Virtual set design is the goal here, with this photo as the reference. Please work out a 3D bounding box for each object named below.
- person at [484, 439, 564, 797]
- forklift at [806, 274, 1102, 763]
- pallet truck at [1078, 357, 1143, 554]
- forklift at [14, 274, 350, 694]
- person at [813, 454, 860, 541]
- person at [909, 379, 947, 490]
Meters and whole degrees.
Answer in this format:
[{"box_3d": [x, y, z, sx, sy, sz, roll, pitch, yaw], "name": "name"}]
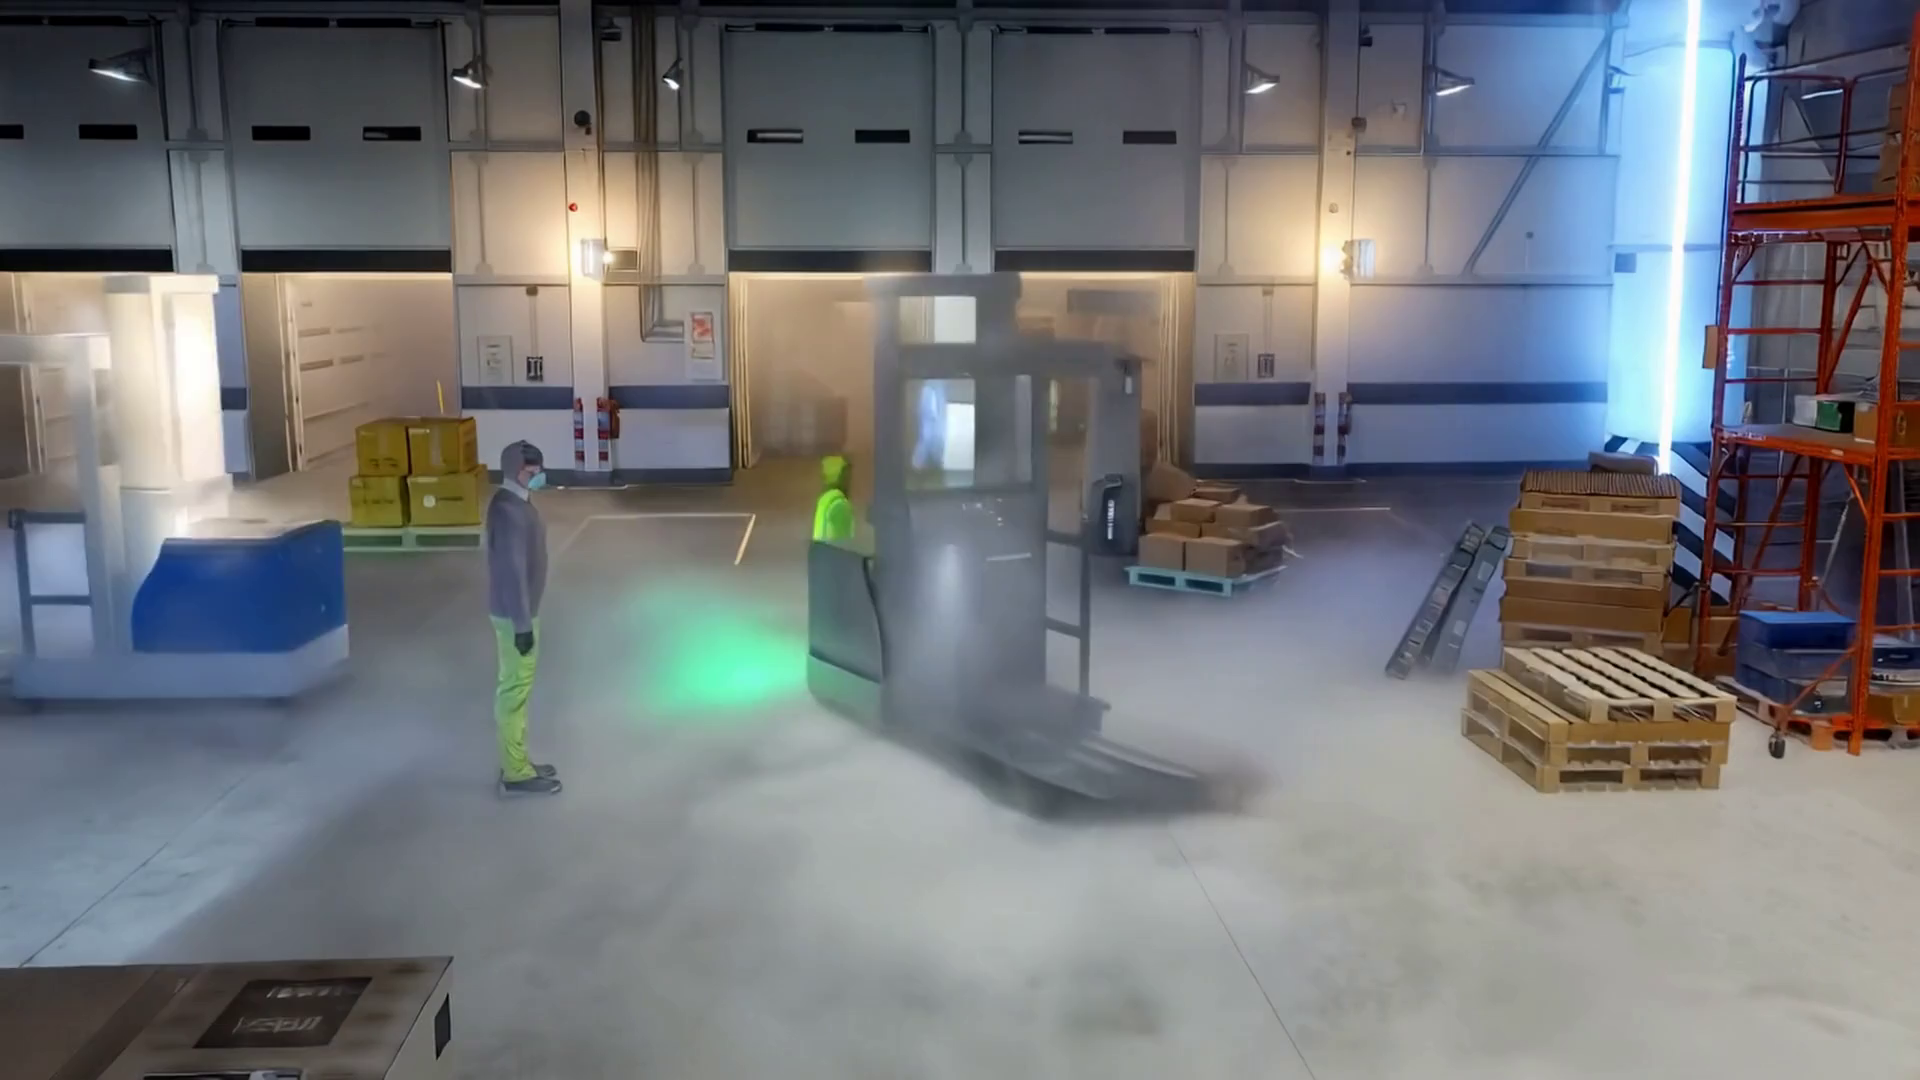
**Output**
[{"box_3d": [-2.400, 0.419, 9.074, 0.375, 1.936, 0.628, -3, 9, -17], "name": "person"}, {"box_3d": [-0.113, -0.256, 10.355, 1.129, 2.768, 1.873, -6, 11, -32], "name": "forklift"}, {"box_3d": [2.088, -0.836, 16.757, 1.885, 1.965, 0.823, 2, 9, 13], "name": "pallet truck"}, {"box_3d": [-5.363, -0.425, 11.419, 1.873, 2.768, 1.129, 0, 9, 3], "name": "forklift"}, {"box_3d": [-0.754, 0.224, 11.277, 0.570, 1.611, 0.534, -3, 9, -16], "name": "person"}, {"box_3d": [-0.351, -1.170, 19.065, 0.491, 1.922, 0.544, 4, 10, 21], "name": "person"}]
